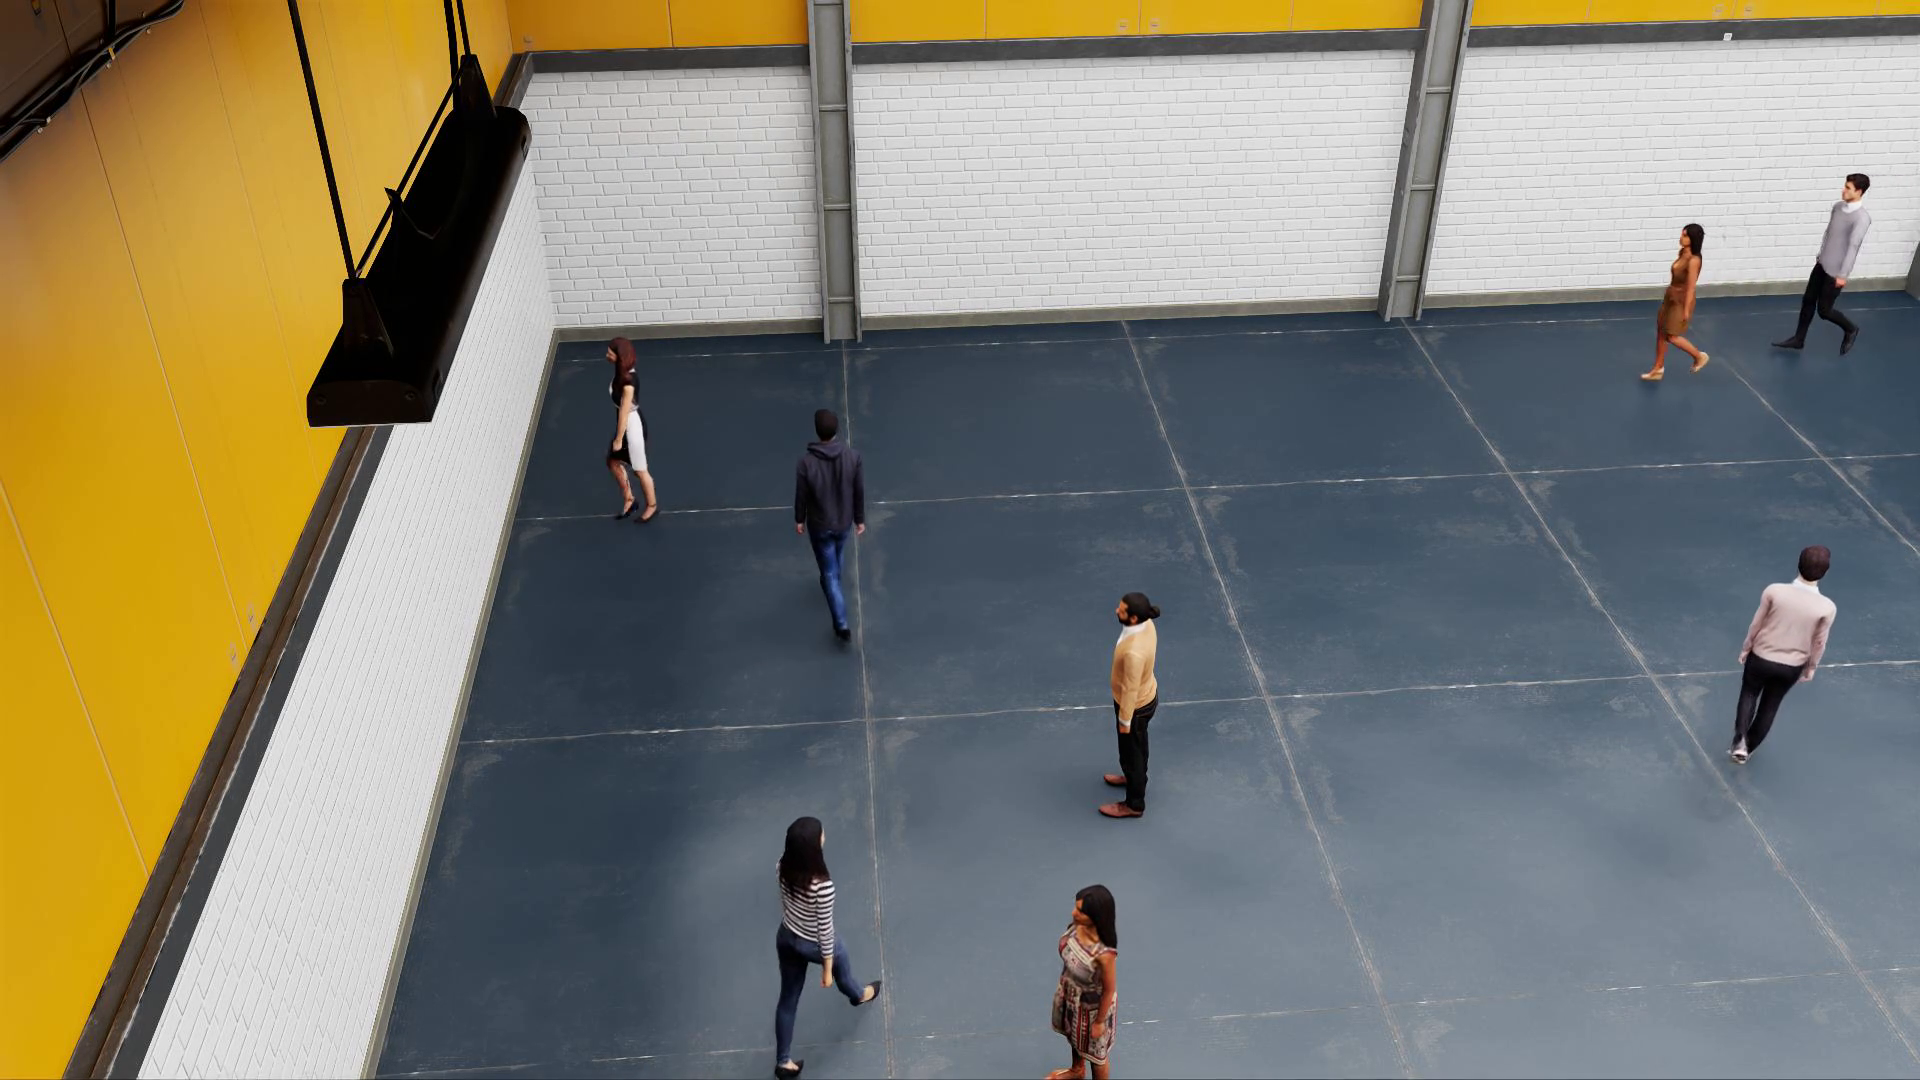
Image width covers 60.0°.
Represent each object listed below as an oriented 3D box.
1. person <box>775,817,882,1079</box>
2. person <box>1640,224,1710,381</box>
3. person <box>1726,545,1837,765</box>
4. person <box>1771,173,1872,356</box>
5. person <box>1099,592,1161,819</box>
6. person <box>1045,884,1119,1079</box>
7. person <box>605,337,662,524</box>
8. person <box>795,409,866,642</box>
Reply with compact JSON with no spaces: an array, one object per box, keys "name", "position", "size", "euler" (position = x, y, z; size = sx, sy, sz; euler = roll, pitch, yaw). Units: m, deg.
[{"name":"person","position":[-0.905,2.329,9.218],"size":[1.112,1.747,1.130],"euler":[22,40,30]},{"name":"person","position":[7.081,-2.284,16.224],"size":[0.844,1.673,0.622],"euler":[2,34,2]},{"name":"person","position":[5.584,0.850,11.393],"size":[0.821,1.802,0.881],"euler":[19,38,26]},{"name":"person","position":[8.859,-2.741,16.703],"size":[0.996,1.904,0.729],"euler":[-3,34,-4]},{"name":"person","position":[1.164,1.077,11.099],"size":[0.654,1.750,0.701],"euler":[5,34,8]},{"name":"person","position":[0.702,2.488,9.071],"size":[0.652,1.645,0.712],"euler":[-14,36,-20]},{"name":"person","position":[-2.692,-0.909,14.055],"size":[0.712,1.785,0.669],"euler":[-13,36,-18]},{"name":"person","position":[-0.979,-0.079,12.749],"size":[1.188,1.848,0.959],"euler":[-11,35,-16]}]
